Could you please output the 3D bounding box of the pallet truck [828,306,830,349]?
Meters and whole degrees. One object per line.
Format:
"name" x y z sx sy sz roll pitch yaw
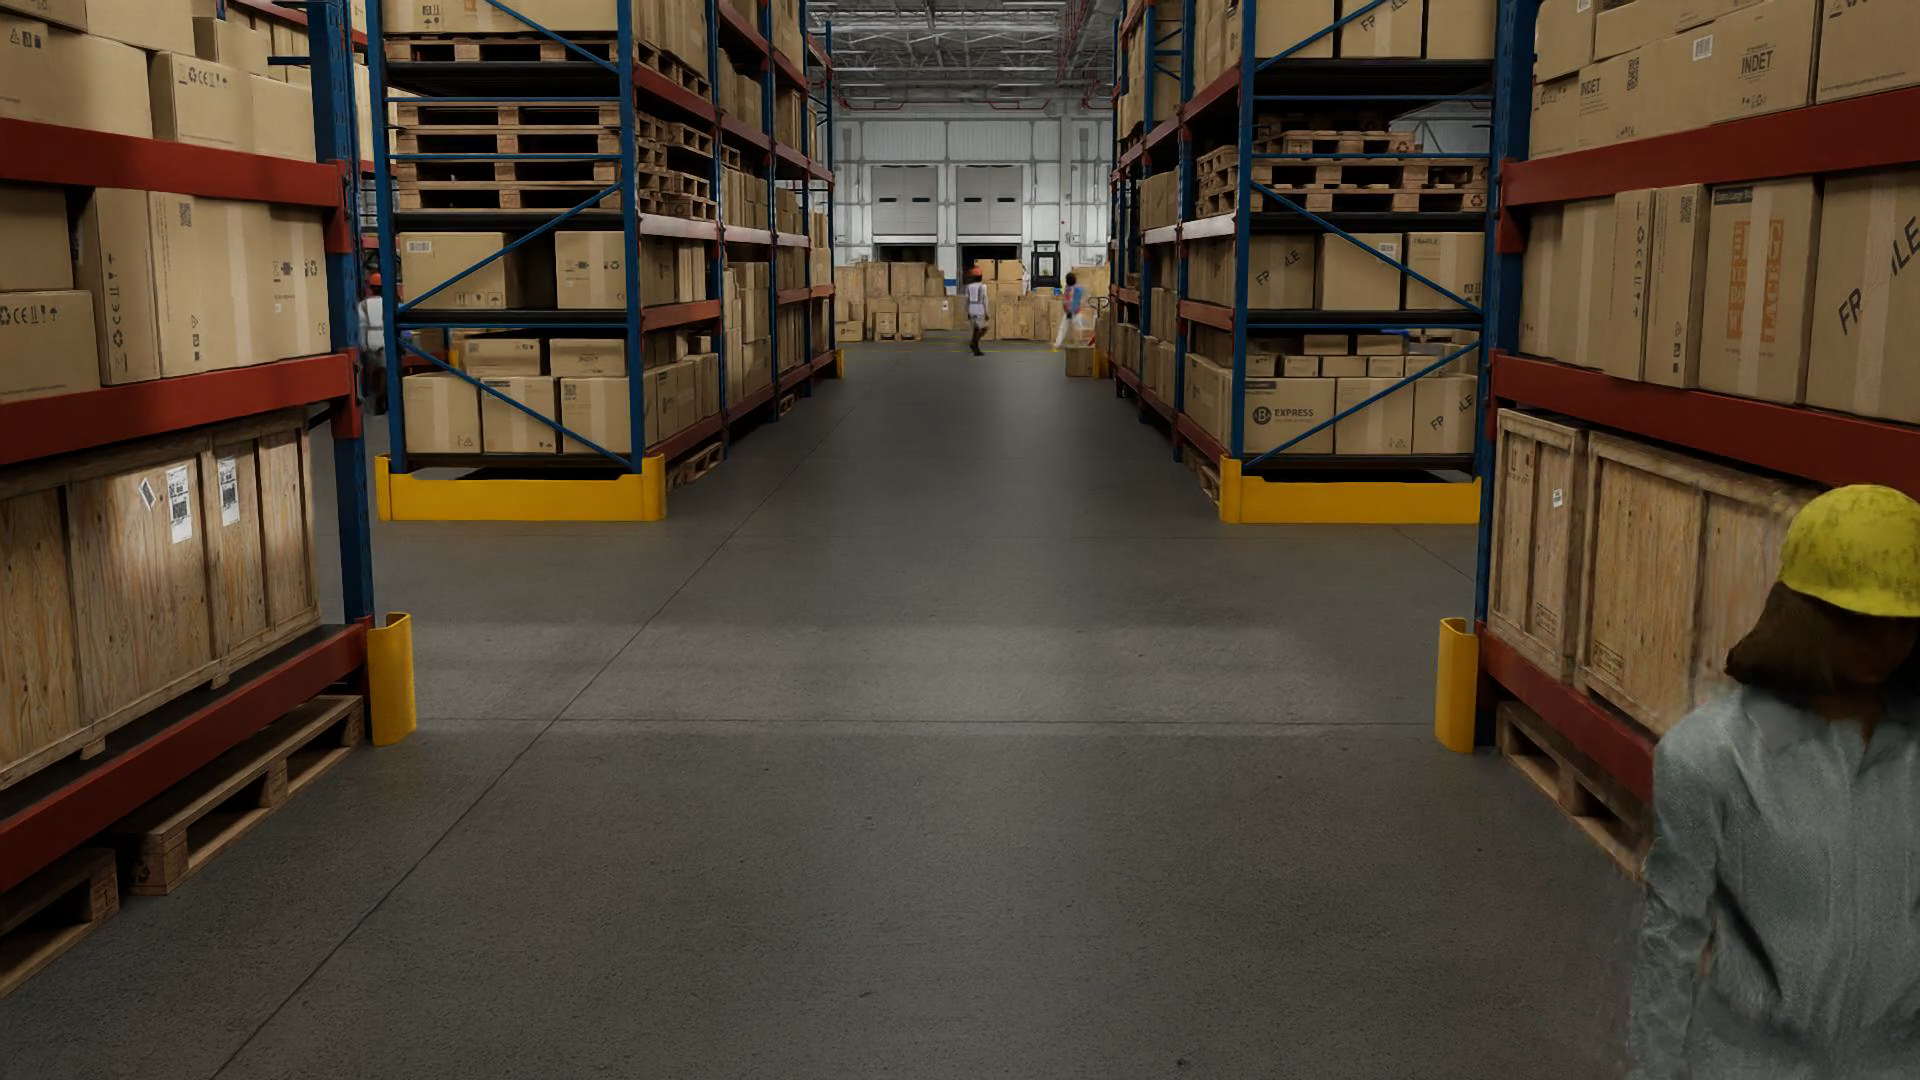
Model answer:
"pallet truck" -3.100 -3.940 29.800 1.885 1.965 0.823 3 10 19

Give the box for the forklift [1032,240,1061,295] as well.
"forklift" 3.172 -9.648 61.356 1.129 2.768 1.873 0 9 1

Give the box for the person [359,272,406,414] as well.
"person" -7.784 -2.640 22.334 0.540 1.908 0.956 0 9 1

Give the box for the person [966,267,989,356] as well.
"person" 0.377 -4.927 35.929 0.574 1.924 0.454 8 12 39

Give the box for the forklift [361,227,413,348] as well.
"forklift" -13.143 -5.628 37.275 1.129 2.768 1.873 0 9 1

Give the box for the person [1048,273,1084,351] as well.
"person" 2.556 -5.210 38.066 0.973 1.796 0.622 -6 11 -30

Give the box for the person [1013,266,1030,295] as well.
"person" 2.095 -8.351 56.397 0.627 1.940 0.370 -3 10 -17

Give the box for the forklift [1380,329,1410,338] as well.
"forklift" 5.389 -3.361 23.692 1.873 2.768 1.129 0 9 1

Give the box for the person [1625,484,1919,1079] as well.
"person" 1.222 0.766 2.427 0.486 1.730 0.413 0 9 -3
